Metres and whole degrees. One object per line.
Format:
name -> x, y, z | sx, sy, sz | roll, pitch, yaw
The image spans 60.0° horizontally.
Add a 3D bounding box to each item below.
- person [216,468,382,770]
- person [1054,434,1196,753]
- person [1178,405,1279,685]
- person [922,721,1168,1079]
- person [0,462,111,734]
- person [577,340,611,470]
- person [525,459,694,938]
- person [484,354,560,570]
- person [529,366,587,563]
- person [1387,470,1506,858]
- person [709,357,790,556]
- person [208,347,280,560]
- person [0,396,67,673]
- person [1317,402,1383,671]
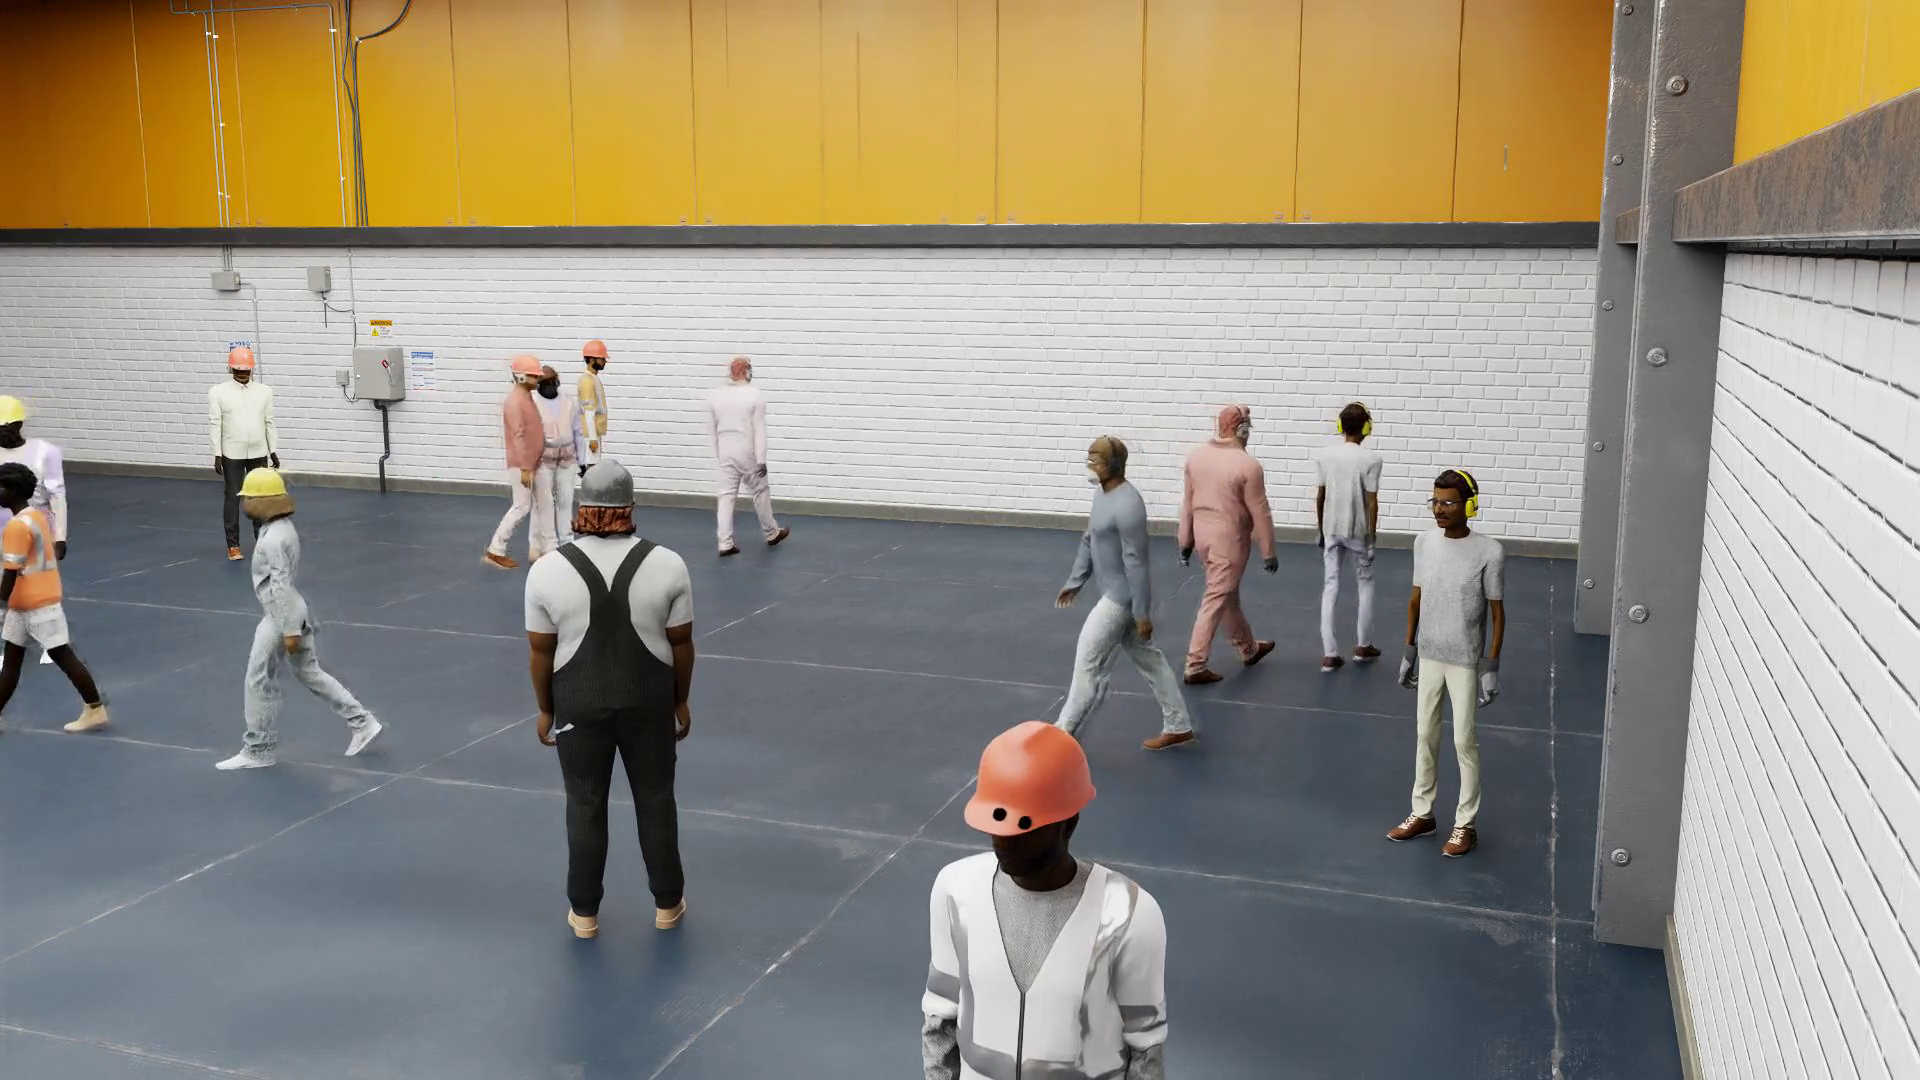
person -> -3.735, 0.431, 9.341 | 0.849, 1.708, 0.493 | -2, 10, -14
person -> 0.884, 0.334, 9.438 | 1.064, 1.883, 0.640 | 0, 10, -1
person -> 1.873, 0.022, 11.188 | 0.966, 1.856, 0.679 | -6, 12, -31
person -> 0.164, 1.327, 3.646 | 0.551, 1.933, 0.371 | 4, 11, 21
person -> -5.545, 0.365, 9.849 | 0.868, 1.646, 0.541 | -4, 11, -23
person -> -3.836, -1.140, 17.538 | 0.378, 1.932, 0.551 | -2, 10, -9
person -> -1.480, 0.662, 7.092 | 0.684, 2.000, 0.535 | -2, 10, -12
person -> -3.913, -0.689, 14.939 | 0.839, 1.966, 0.641 | 0, 10, 2
person -> -3.800, -0.711, 15.458 | 0.643, 1.826, 0.432 | -8, 13, -38
person -> 2.352, 0.585, 8.005 | 0.312, 1.869, 0.538 | -9, 13, -41
person -> -2.035, -0.812, 15.881 | 0.681, 1.856, 0.967 | 5, 11, 25
person -> -6.680, -0.814, 15.559 | 0.611, 1.985, 0.393 | -9, 14, -43
person -> -6.445, -0.037, 11.433 | 0.609, 1.902, 0.702 | -2, 10, -9
person -> 2.716, -0.037, 11.598 | 0.524, 1.834, 0.781 | 6, 12, 32
